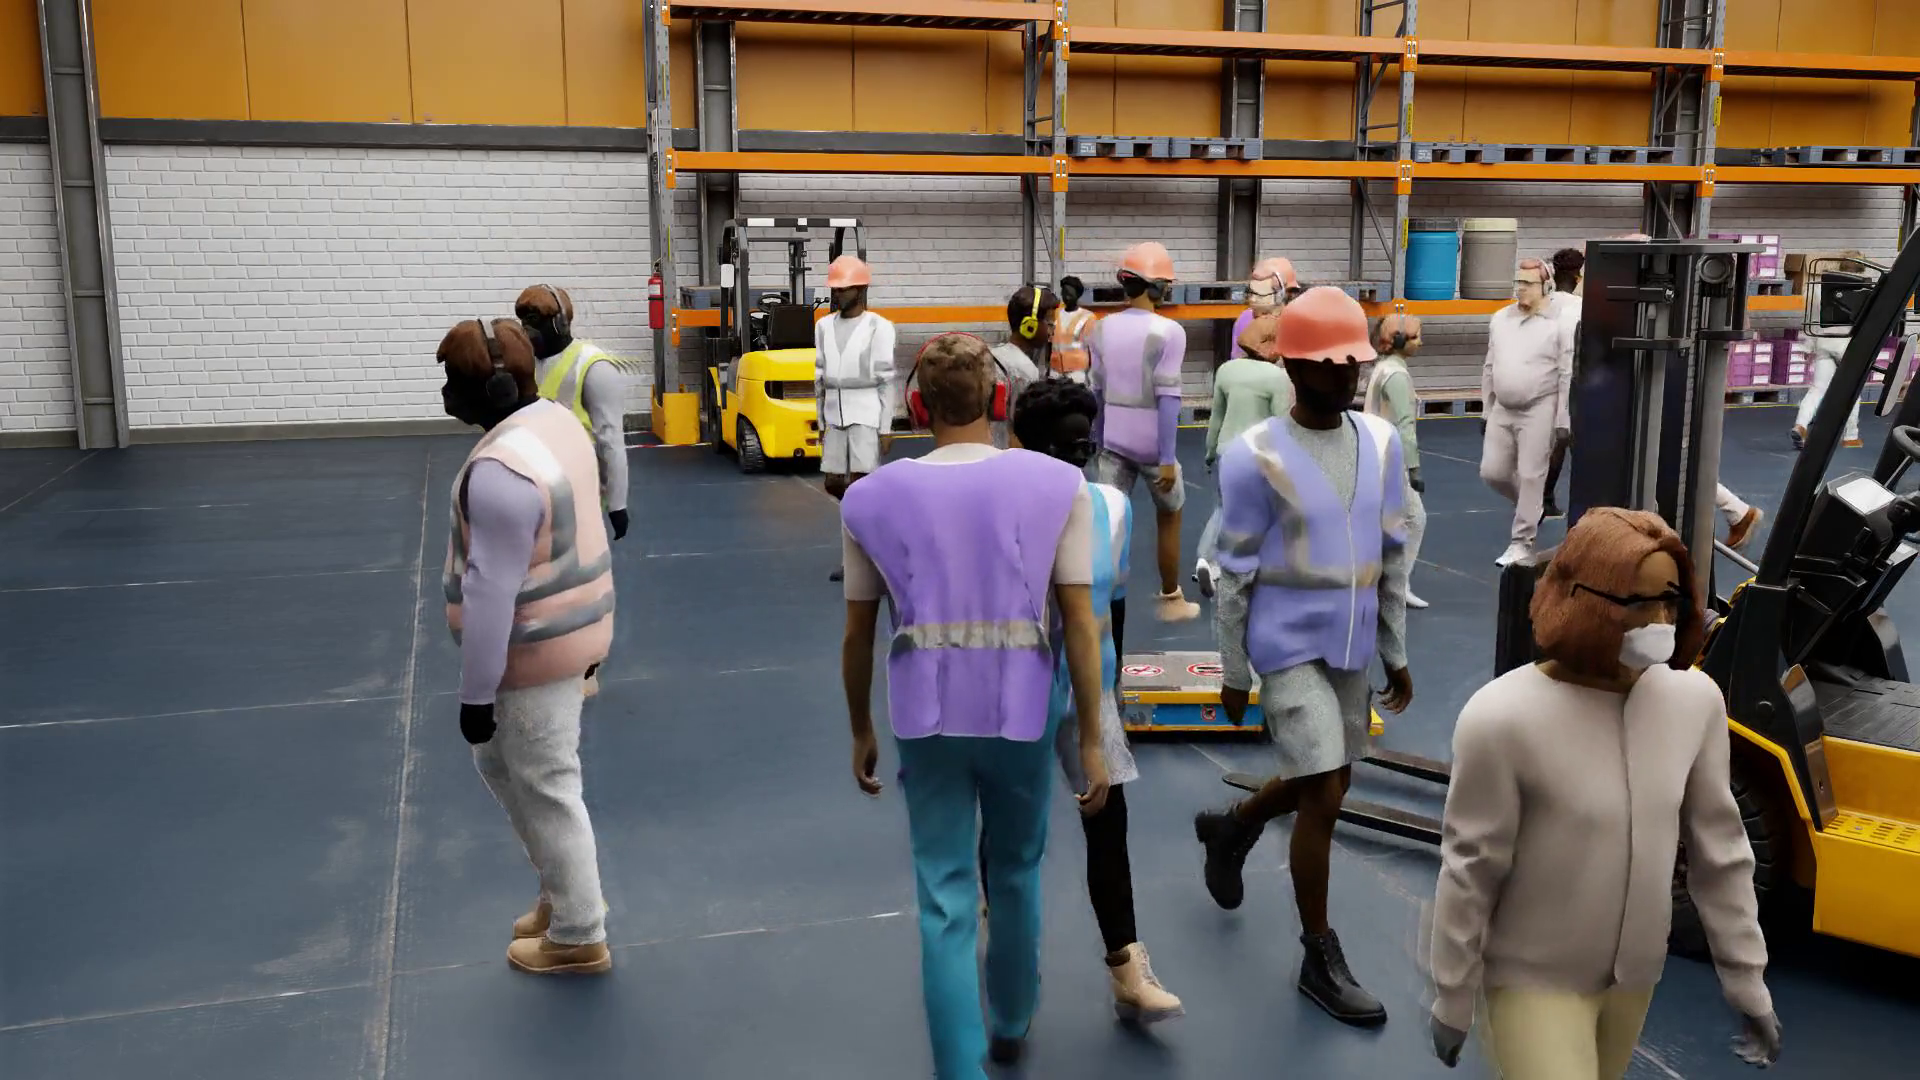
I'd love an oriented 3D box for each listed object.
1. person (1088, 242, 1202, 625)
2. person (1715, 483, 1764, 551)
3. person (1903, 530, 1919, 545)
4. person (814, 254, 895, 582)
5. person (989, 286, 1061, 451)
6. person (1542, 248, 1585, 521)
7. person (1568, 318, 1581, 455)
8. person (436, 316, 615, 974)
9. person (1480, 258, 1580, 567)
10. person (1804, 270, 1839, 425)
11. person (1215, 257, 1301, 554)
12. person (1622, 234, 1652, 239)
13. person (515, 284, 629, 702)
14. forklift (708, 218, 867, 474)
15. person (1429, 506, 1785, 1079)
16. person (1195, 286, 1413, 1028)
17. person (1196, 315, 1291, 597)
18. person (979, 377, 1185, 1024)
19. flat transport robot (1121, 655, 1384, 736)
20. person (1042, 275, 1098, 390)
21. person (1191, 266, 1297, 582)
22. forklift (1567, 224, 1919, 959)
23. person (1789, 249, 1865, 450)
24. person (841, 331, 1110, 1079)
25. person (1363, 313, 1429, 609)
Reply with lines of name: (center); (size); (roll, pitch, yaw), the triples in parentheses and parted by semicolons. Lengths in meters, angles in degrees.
person: (0.856, -0.500, 8.440); (1.004, 2.006, 0.619); (-10, 14, -43)
person: (4.586, -0.840, 10.375); (0.792, 1.966, 0.622); (3, 11, 16)
person: (6.482, -0.803, 10.846); (0.884, 1.727, 0.537); (-1, 10, -7)
person: (-0.594, -0.733, 9.922); (0.549, 1.925, 0.629); (6, 12, 29)
person: (0.168, -0.267, 7.723); (0.946, 1.815, 0.609); (-5, 12, -27)
person: (4.327, -1.111, 11.944); (0.596, 1.942, 0.608); (-8, 13, -38)
person: (3.760, -0.647, 9.453); (0.593, 1.920, 0.391); (1, 10, 8)
person: (-1.172, 0.315, 4.450); (0.477, 1.820, 0.650); (0, 10, 2)
person: (3.514, -0.785, 10.272); (0.537, 1.891, 0.665); (-8, 13, -38)
person: (9.182, -2.000, 17.398); (0.537, 1.713, 0.898); (0, 10, -1)
person: (2.001, -0.829, 10.533); (0.987, 1.883, 0.556); (-2, 11, -13)
person: (3.422, -0.566, 8.691); (0.443, 2.029, 0.637); (5, 11, 25)
person: (-1.764, -0.161, 7.049); (0.661, 1.823, 0.618); (7, 13, 35)
forklift: (-1.522, -1.778, 14.899); (1.214, 2.155, 2.313); (-3, 11, -17)
person: (1.056, 0.752, 2.639); (0.519, 1.596, 0.796); (-4, 11, -21)
person: (0.902, 0.262, 4.519); (0.543, 1.905, 0.842); (-6, 12, -28)
person: (1.532, -0.450, 9.249); (0.571, 1.596, 0.562); (-9, 13, -40)
person: (0.270, 0.422, 4.269); (0.555, 1.658, 0.812); (-5, 11, -25)
flat transport robot: (0.979, 0.636, 6.940); (1.431, 0.197, 0.652); (0, 10, 0)
person: (1.023, -1.556, 15.062); (0.547, 1.683, 0.509); (7, 13, 34)
person: (1.881, -0.662, 9.732); (0.946, 1.867, 0.658); (-6, 12, -28)
forklift: (2.909, 0.117, 4.508); (2.313, 2.155, 1.214); (9, 14, 40)
person: (8.292, -1.786, 15.723); (0.925, 1.913, 0.629); (-8, 13, -36)
person: (0.033, 0.428, 3.874); (0.601, 1.799, 0.831); (0, 10, 1)
person: (2.345, -0.387, 8.863); (0.590, 1.620, 0.527); (2, 11, 12)
